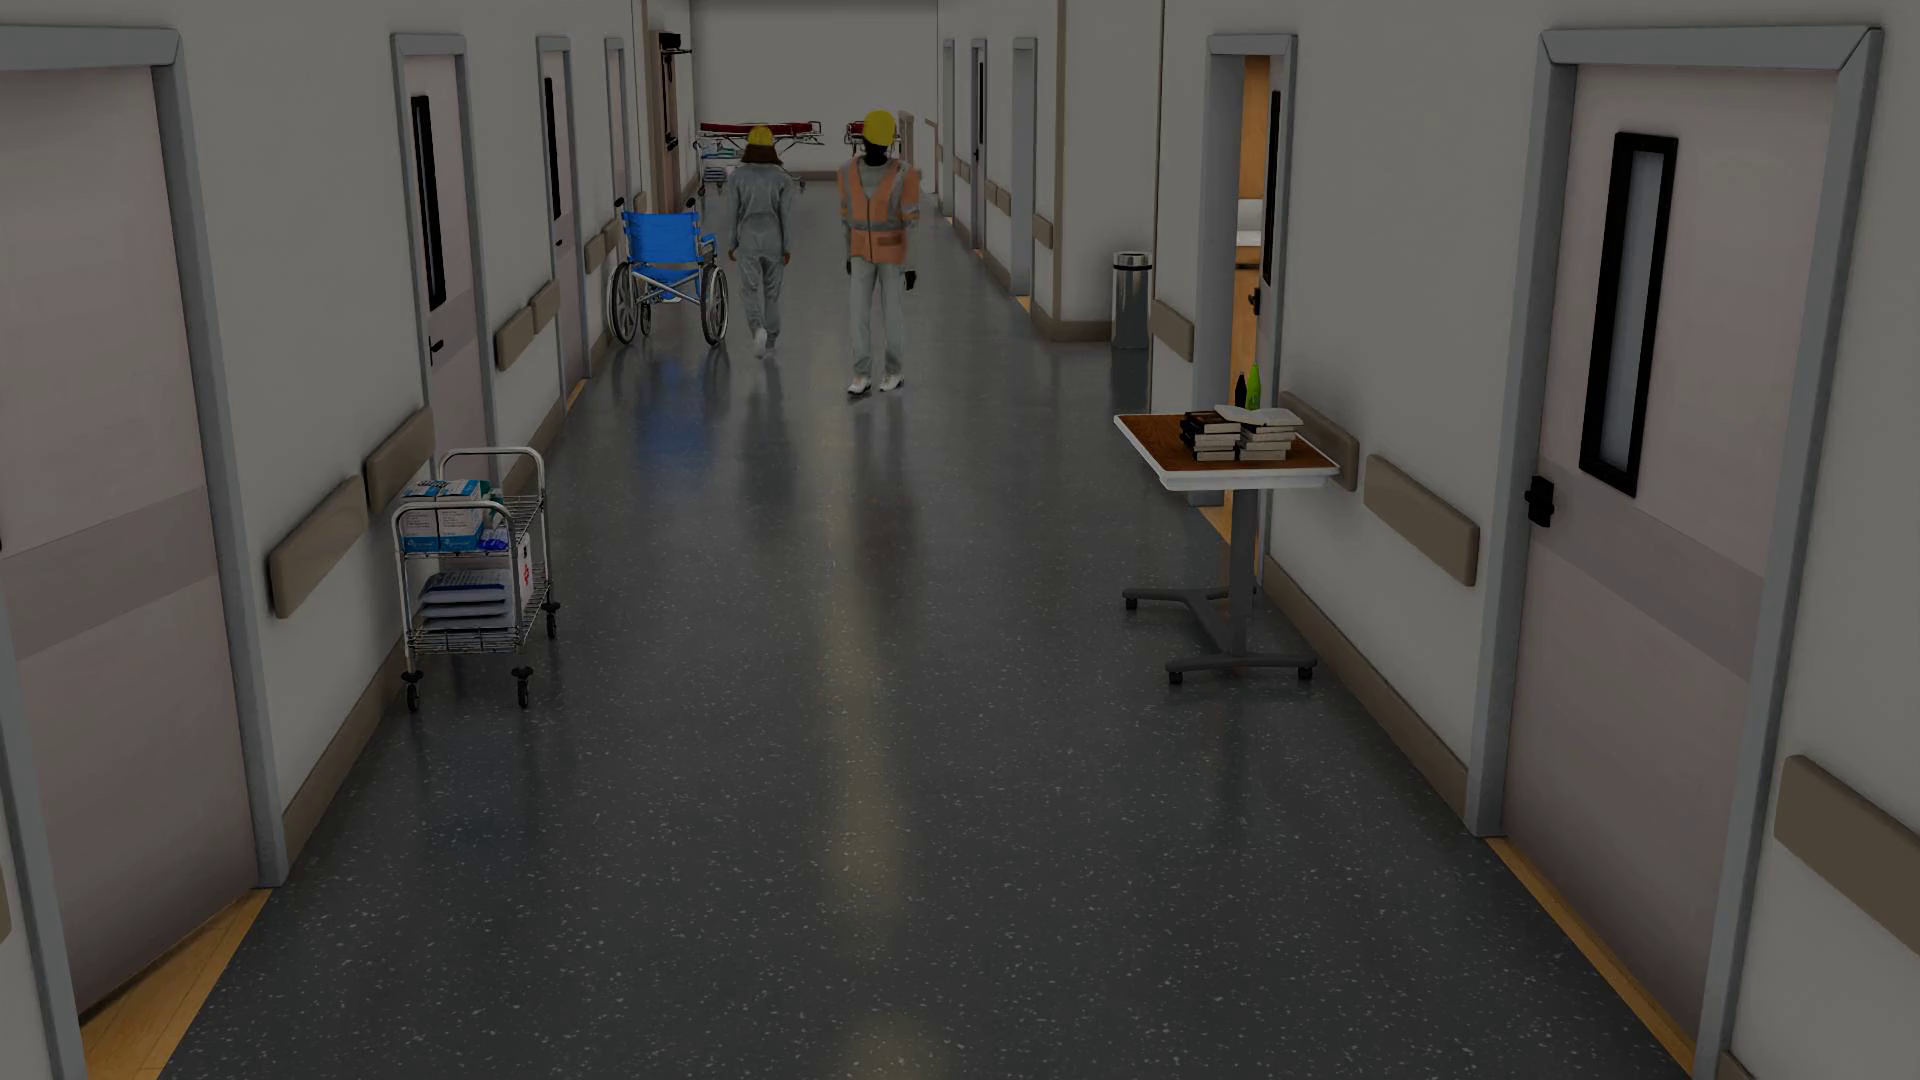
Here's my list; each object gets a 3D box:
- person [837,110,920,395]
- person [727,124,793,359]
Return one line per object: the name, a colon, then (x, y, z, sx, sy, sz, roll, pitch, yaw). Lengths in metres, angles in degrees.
person: (-0.530, -1.888, 11.030, 0.601, 1.878, 0.712, 5, 17, 16)
person: (-1.465, -2.193, 12.315, 0.489, 1.722, 0.696, -3, 17, -10)
